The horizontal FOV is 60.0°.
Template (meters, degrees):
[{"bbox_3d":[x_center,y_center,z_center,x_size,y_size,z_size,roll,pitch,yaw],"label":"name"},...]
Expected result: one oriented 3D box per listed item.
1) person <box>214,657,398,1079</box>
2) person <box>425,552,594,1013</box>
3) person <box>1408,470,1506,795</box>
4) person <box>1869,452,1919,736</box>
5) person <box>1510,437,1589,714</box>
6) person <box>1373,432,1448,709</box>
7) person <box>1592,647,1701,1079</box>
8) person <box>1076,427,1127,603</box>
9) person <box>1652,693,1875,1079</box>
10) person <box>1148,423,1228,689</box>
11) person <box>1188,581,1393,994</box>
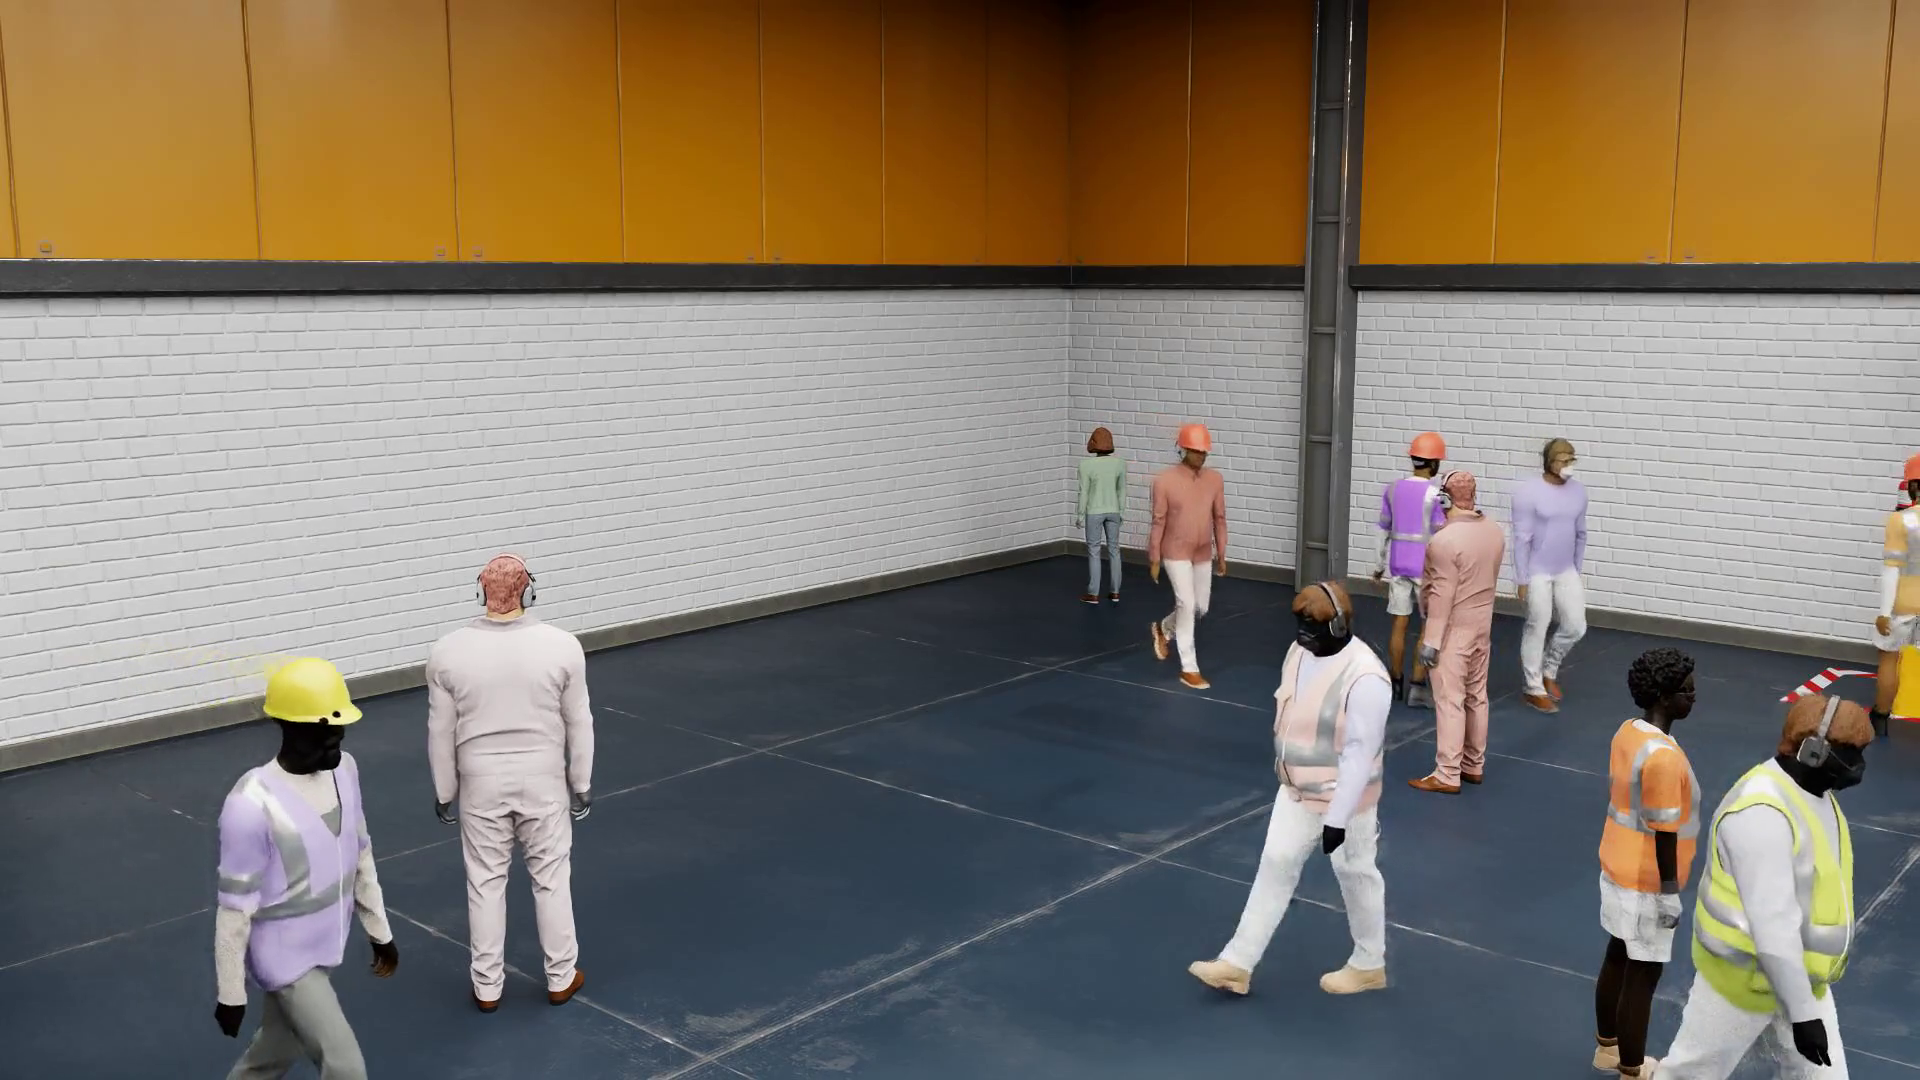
[{"bbox_3d":[-2.118,1.273,5.265,1.021,1.875,0.598,1,9,8],"label":"person"},{"bbox_3d":[-1.844,0.997,6.878,0.655,1.906,0.407,-2,9,-12],"label":"person"},{"bbox_3d":[2.899,0.538,9.778,0.637,1.904,0.403,-8,12,-41],"label":"person"},{"bbox_3d":[6.169,0.394,10.660,0.559,1.912,0.864,-1,9,-6],"label":"person"},{"bbox_3d":[4.089,0.247,11.526,0.638,1.923,0.431,-3,9,-17],"label":"person"},{"bbox_3d":[3.216,0.205,11.784,0.437,1.933,0.640,-8,12,-39],"label":"person"},{"bbox_3d":[2.522,1.225,6.097,0.319,1.697,0.533,1,9,5],"label":"person"},{"bbox_3d":[1.308,-0.227,15.415,0.498,1.633,0.282,-4,10,-22],"label":"person"},{"bbox_3d":[2.532,1.350,5.065,0.634,1.771,0.992,-7,12,-38],"label":"person"},{"bbox_3d":[1.664,0.084,12.455,0.646,1.965,0.787,-4,10,-26],"label":"person"},{"bbox_3d":[1.418,1.058,6.842,0.947,1.792,0.636,-4,10,-22],"label":"person"}]
